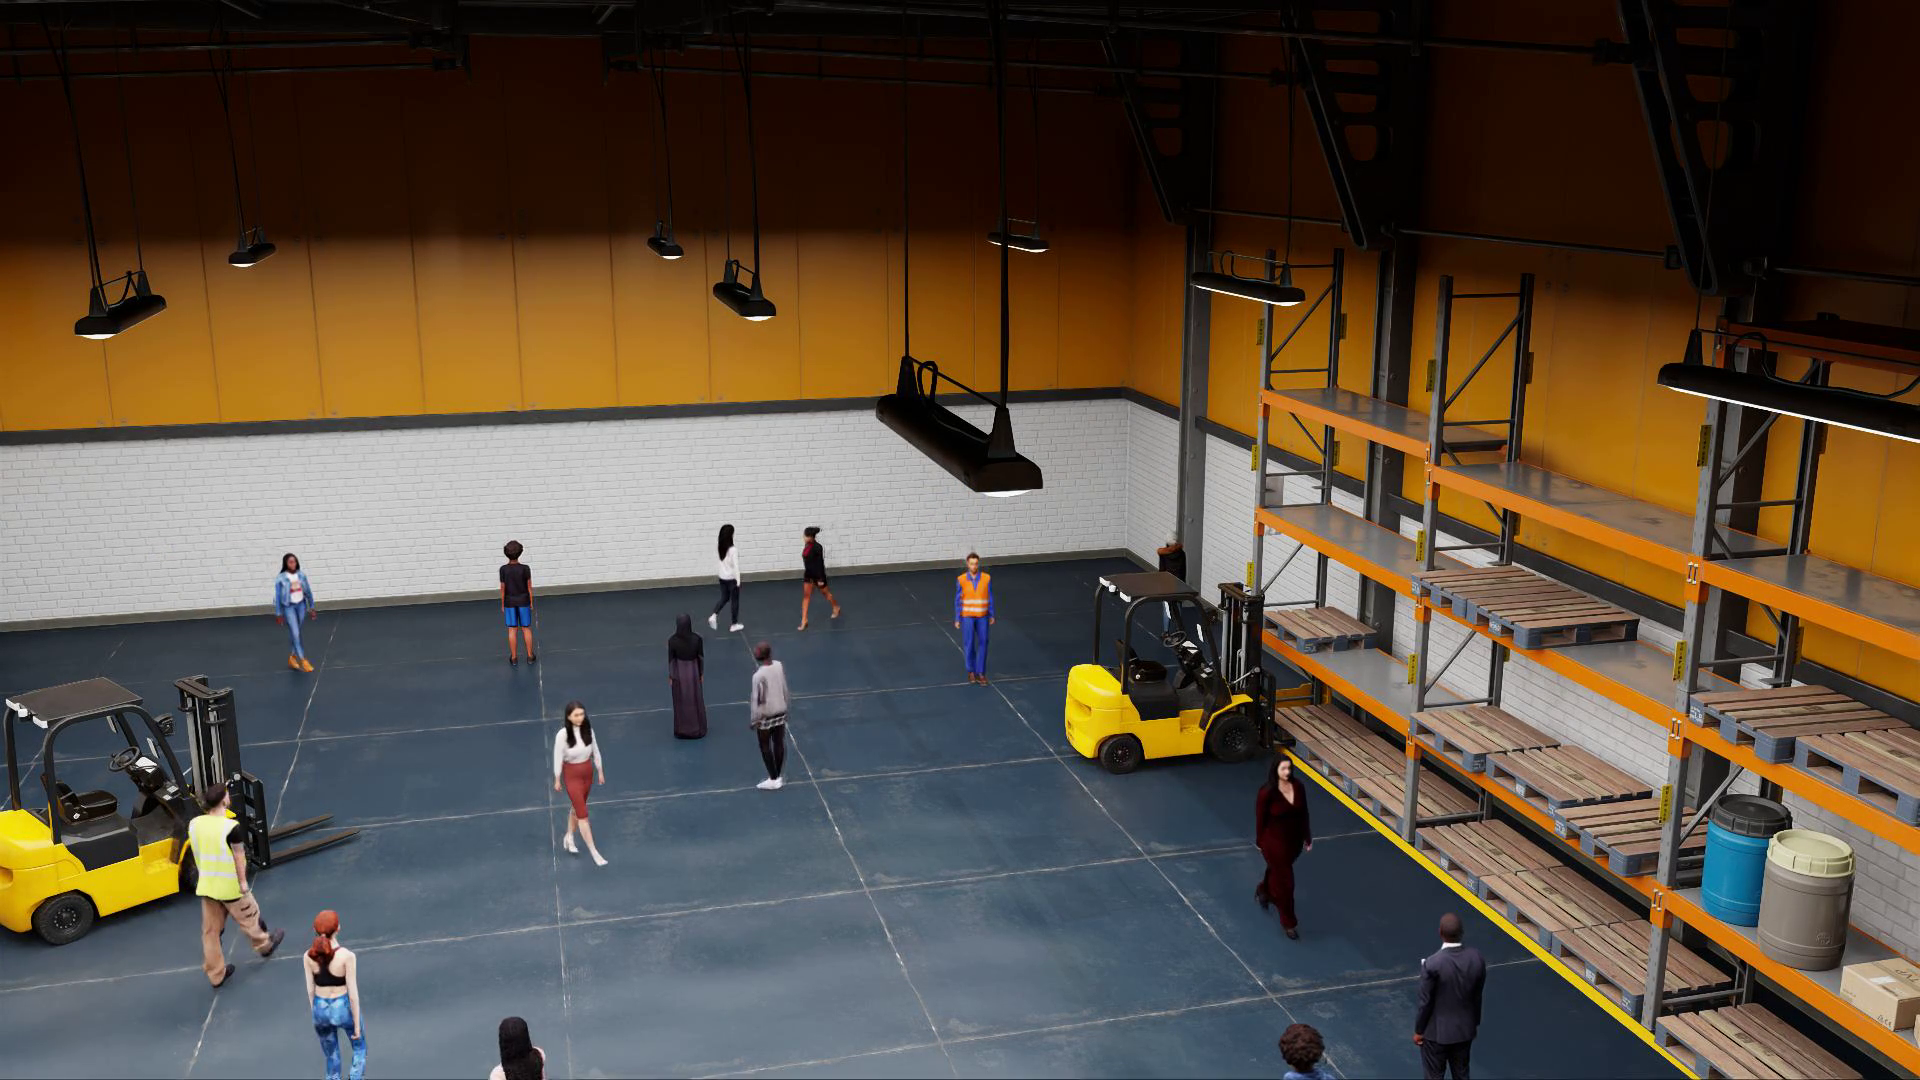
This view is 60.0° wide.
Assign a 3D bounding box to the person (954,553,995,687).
[{"bbox_3d":[0.186,1.054,22.831,0.778,1.847,0.829,-2,14,-6],"label":"person"}]

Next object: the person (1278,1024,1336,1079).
[{"bbox_3d":[2.211,3.996,10.777,0.667,1.803,0.556,-3,14,-13],"label":"person"}]

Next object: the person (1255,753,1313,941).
[{"bbox_3d":[2.994,2.833,15.763,0.832,1.716,1.141,-7,15,-27],"label":"person"}]

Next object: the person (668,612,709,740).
[{"bbox_3d":[-3.417,1.678,20.748,0.599,1.614,0.573,-3,14,-13],"label":"person"}]

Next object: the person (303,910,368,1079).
[{"bbox_3d":[-4.664,3.627,12.356,0.624,1.776,0.706,0,14,-2],"label":"person"}]

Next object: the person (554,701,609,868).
[{"bbox_3d":[-3.981,2.495,17.187,0.948,1.702,1.169,-12,18,-41],"label":"person"}]

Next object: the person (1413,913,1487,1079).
[{"bbox_3d":[3.608,3.617,12.297,0.678,1.824,0.590,-3,14,-13],"label":"person"}]

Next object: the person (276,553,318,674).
[{"bbox_3d":[-9.386,1.013,23.347,1.160,1.683,1.004,12,18,40],"label":"person"}]

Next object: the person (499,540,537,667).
[{"bbox_3d":[-6.294,0.886,23.628,0.585,1.799,0.554,-3,14,-13],"label":"person"}]

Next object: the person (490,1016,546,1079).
[{"bbox_3d":[-2.842,4.004,11.031,1.224,1.667,1.086,10,17,36],"label":"person"}]

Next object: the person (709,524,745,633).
[{"bbox_3d":[-3.550,0.596,25.063,0.907,1.686,0.937,11,17,38],"label":"person"}]

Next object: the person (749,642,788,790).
[{"bbox_3d":[-2.167,1.994,19.150,0.776,1.753,0.796,-8,16,-30],"label":"person"}]

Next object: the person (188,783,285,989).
[{"bbox_3d":[-6.521,3.060,14.618,1.005,1.813,1.194,3,14,10],"label":"person"}]

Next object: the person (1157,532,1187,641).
[{"bbox_3d":[3.164,0.679,24.830,0.614,1.636,0.579,-3,14,-13],"label":"person"}]

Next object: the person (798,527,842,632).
[{"bbox_3d":[-2.148,0.586,25.332,1.099,1.579,1.032,12,18,41],"label":"person"}]
